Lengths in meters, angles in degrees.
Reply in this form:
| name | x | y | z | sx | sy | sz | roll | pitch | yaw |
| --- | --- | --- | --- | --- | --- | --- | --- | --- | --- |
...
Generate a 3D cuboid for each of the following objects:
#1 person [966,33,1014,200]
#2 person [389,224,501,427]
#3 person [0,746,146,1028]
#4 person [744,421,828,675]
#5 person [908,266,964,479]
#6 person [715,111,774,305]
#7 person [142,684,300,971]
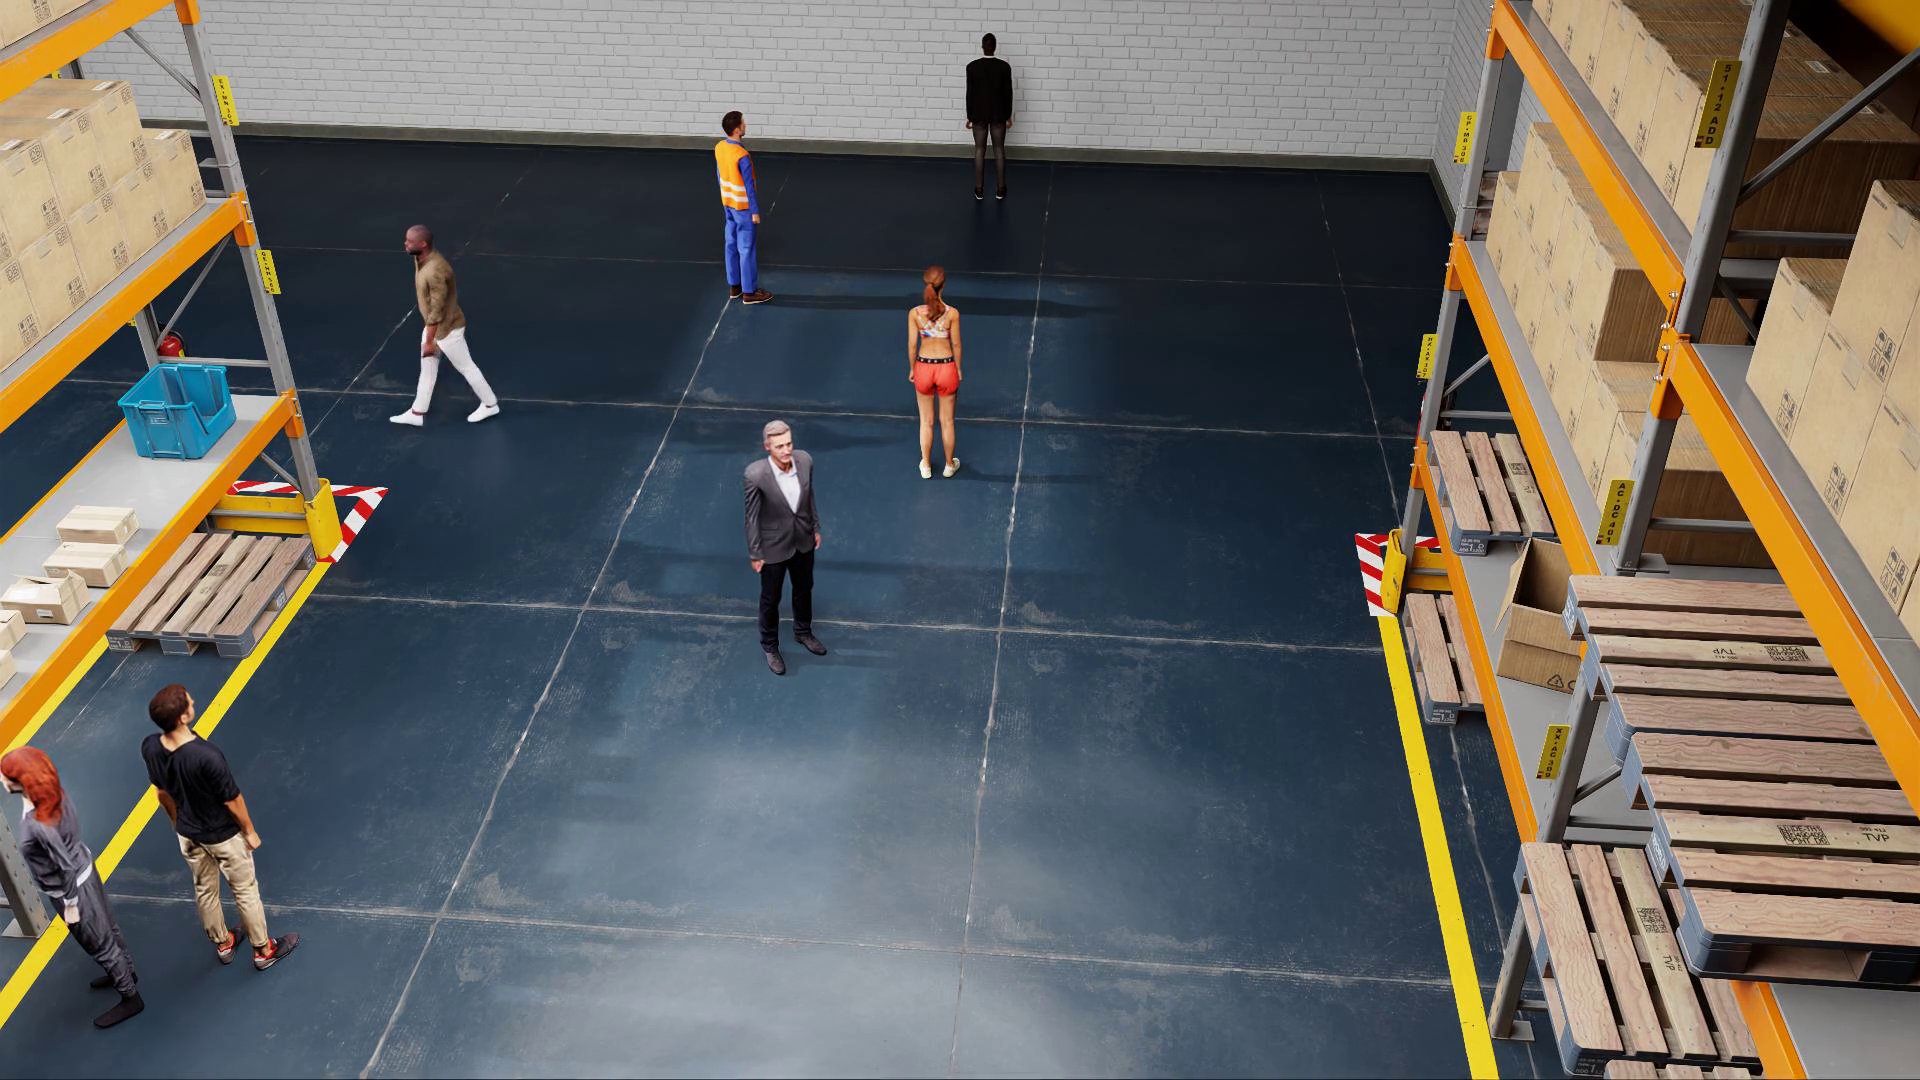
| name | x | y | z | sx | sy | sz | roll | pitch | yaw |
| --- | --- | --- | --- | --- | --- | --- | --- | --- | --- |
| person | 0.319 | -4.570 | 17.955 | 0.669 | 1.799 | 0.571 | 0 | 34 | 1 |
| person | -4.180 | -1.752 | 13.724 | 1.210 | 1.790 | 1.188 | -21 | 39 | -29 |
| person | -4.519 | 1.750 | 8.465 | 0.716 | 1.779 | 0.600 | -16 | 37 | -22 |
| person | -1.155 | 0.007 | 11.033 | 0.798 | 1.840 | 0.850 | -24 | 40 | -31 |
| person | -0.189 | -1.297 | 13.041 | 0.572 | 1.788 | 0.542 | 2 | 34 | 3 |
| person | -2.089 | -3.159 | 15.774 | 0.839 | 1.864 | 0.783 | -26 | 41 | -33 |
| person | -3.945 | 1.517 | 8.745 | 0.686 | 1.857 | 0.576 | 8 | 34 | 12 |
